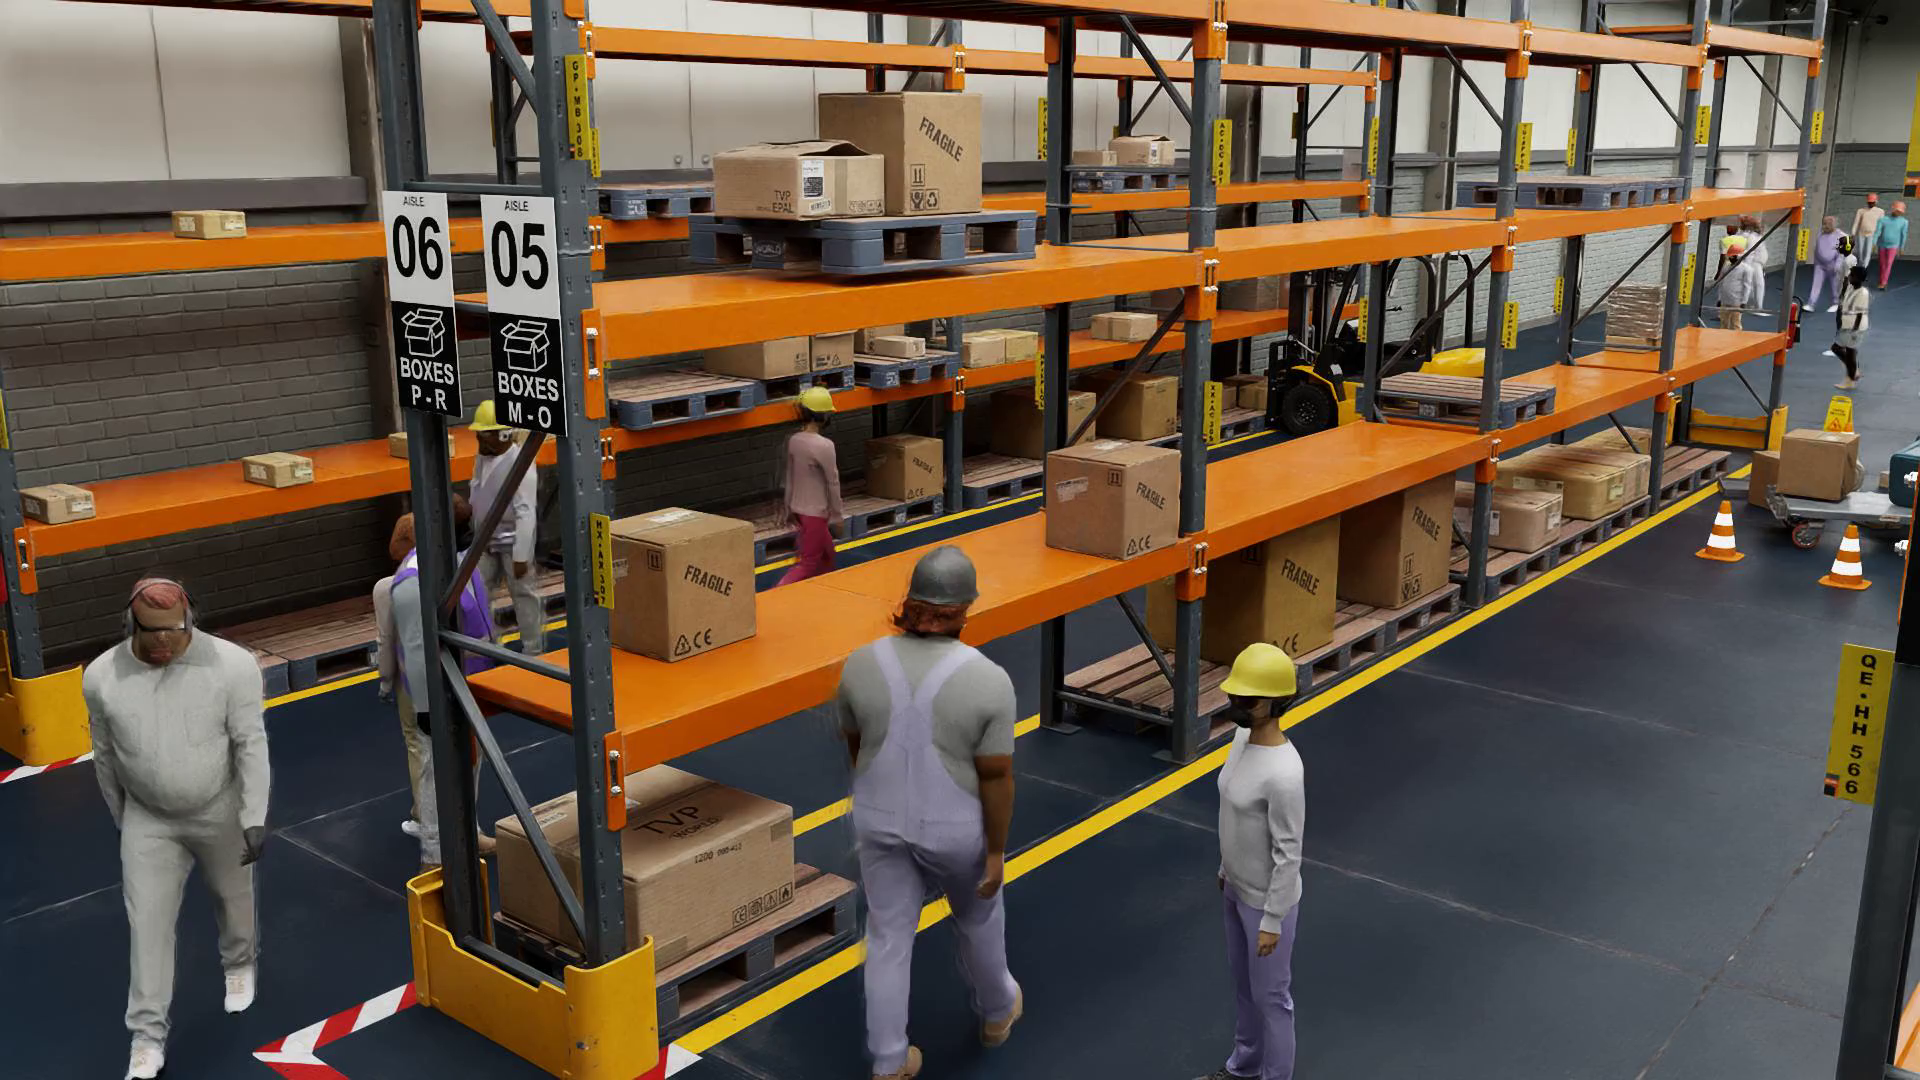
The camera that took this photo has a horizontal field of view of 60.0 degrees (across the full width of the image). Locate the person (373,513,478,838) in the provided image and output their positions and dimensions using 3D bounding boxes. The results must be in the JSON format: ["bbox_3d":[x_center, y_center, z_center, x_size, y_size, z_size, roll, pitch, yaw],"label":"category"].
[{"bbox_3d":[-2.615,0.666,8.192,0.507,1.635,0.273,-11,18,-38],"label":"person"}]

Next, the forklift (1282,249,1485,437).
[{"bbox_3d":[4.886,-2.214,18.767,2.313,2.155,1.214,11,18,38],"label":"forklift"}]

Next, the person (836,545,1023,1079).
[{"bbox_3d":[-0.081,0.969,6.124,0.697,2.000,0.918,4,14,18],"label":"person"}]

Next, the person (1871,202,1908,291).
[{"bbox_3d":[20.574,-6.509,36.836,0.640,1.921,1.053,9,17,33],"label":"person"}]

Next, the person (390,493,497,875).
[{"bbox_3d":[-2.379,0.674,7.766,0.430,1.832,0.642,1,14,6],"label":"person"}]

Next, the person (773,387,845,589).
[{"bbox_3d":[-1.082,-0.199,11.515,0.841,1.727,0.510,-8,16,-30],"label":"person"}]

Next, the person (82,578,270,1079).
[{"bbox_3d":[-2.903,1.041,6.233,0.633,1.847,0.960,-4,14,-16],"label":"person"}]

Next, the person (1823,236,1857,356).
[{"bbox_3d":[13.740,-3.793,25.893,0.335,1.860,0.509,8,16,30],"label":"person"}]

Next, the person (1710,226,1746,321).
[{"bbox_3d":[14.166,-4.949,30.619,0.565,1.846,0.390,-6,15,-23],"label":"person"}]

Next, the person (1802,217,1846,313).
[{"bbox_3d":[16.710,-5.295,32.053,1.032,1.845,0.659,-9,16,-32],"label":"person"}]

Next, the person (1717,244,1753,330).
[{"bbox_3d":[11.976,-3.721,25.827,0.337,1.743,0.560,-6,15,-22],"label":"person"}]

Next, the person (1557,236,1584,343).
[{"bbox_3d":[10.081,-4.163,27.372,0.321,1.871,0.532,12,18,40],"label":"person"}]

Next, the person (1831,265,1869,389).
[{"bbox_3d":[12.052,-2.873,22.490,0.370,1.682,0.547,2,14,8],"label":"person"}]

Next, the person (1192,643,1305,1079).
[{"bbox_3d":[1.010,1.204,5.729,0.304,1.772,0.526,-3,14,-10],"label":"person"}]

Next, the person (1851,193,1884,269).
[{"bbox_3d":[21.970,-7.398,40.311,0.646,1.981,0.567,8,16,31],"label":"person"}]

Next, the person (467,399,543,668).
[{"bbox_3d":[-2.929,0.024,10.431,0.628,1.811,0.652,13,19,42],"label":"person"}]
